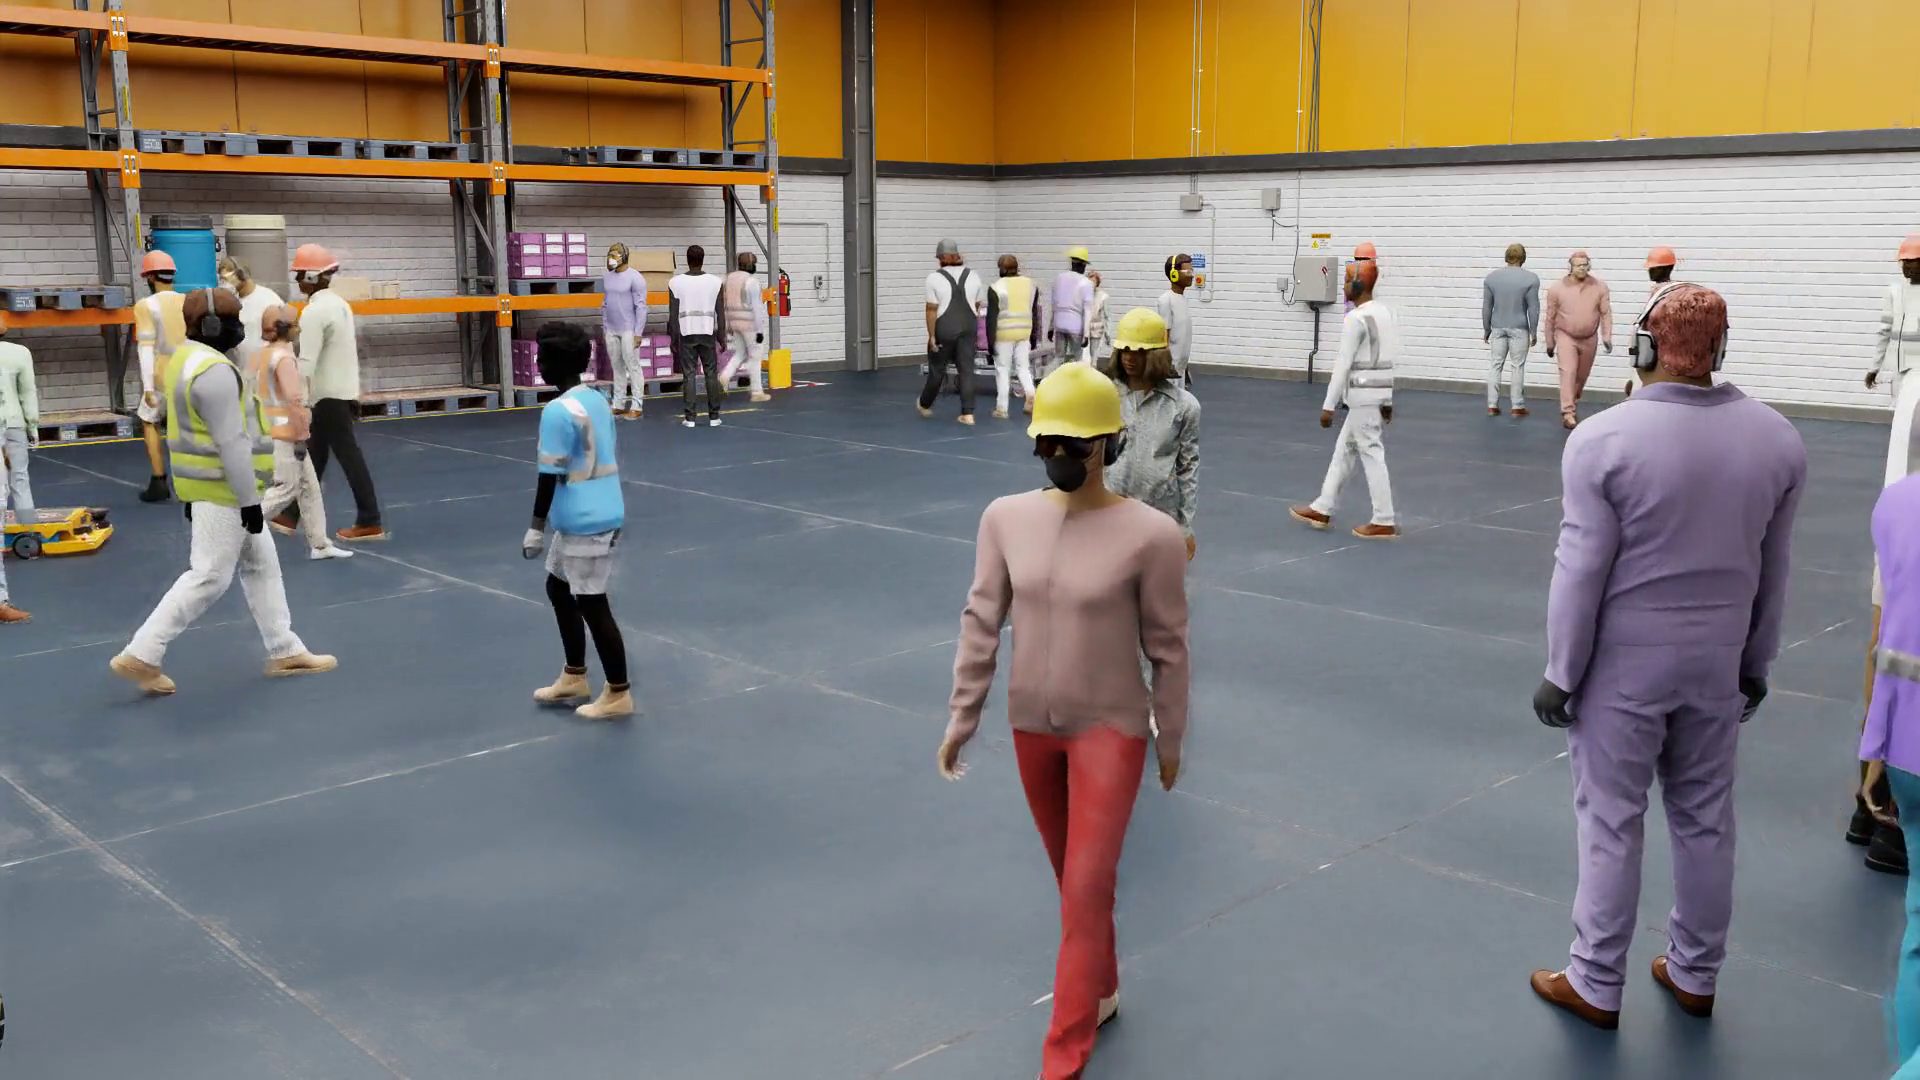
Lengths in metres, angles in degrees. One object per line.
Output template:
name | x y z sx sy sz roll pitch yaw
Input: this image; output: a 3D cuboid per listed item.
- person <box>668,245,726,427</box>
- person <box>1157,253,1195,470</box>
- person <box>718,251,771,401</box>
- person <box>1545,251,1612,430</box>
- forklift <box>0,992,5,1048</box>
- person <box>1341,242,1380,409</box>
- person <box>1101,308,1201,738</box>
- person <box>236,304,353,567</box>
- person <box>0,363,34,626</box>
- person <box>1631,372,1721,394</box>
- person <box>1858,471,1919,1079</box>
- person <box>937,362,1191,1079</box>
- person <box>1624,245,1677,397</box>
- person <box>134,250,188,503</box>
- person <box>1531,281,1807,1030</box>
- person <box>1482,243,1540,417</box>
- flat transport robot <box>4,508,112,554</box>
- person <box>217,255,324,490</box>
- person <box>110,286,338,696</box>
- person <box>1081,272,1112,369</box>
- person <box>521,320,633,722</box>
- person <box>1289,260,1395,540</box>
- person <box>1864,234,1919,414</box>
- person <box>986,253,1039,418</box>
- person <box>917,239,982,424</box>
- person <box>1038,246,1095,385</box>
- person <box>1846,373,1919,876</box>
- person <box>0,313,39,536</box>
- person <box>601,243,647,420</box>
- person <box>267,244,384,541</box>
person | -2.781 -2.157 17.641 0.594 1.917 0.373 -2 11 -13
person | 1.783 -1.403 13.653 0.328 1.876 0.514 5 11 24
person | -2.617 -2.576 20.169 0.641 1.829 0.630 10 14 42
person | 6.545 -2.136 17.689 0.634 1.867 0.968 1 10 3
forklift | -3.245 0.323 3.363 2.313 2.155 1.214 2 11 13
person | 4.647 -2.462 19.247 0.358 1.936 0.552 -2 11 -13
person | 0.709 -0.050 6.634 0.487 1.741 0.313 1 10 3
person | -4.168 -0.631 10.157 0.751 1.610 0.525 -6 12 -31
person | -5.202 -0.498 8.574 0.633 1.926 0.608 2 11 10
person | 3.866 -0.391 8.905 0.849 1.593 0.507 -5 12 -27
person | 2.074 0.496 3.426 0.526 1.831 0.564 -4 11 -21
person | 0.218 0.464 3.873 0.533 1.731 0.864 7 12 32
person | 6.373 -1.723 15.248 0.397 1.925 0.572 0 10 -2
person | -5.965 -1.215 12.530 0.642 1.901 0.563 7 13 35
person | 1.774 0.303 4.259 0.651 1.907 0.409 -2 11 -11
person | 6.151 -2.340 18.588 0.635 1.936 0.355 8 13 38
flat transport robot | -6.246 -0.040 10.592 1.431 0.197 0.652 -4 11 -19
person | -5.378 -1.229 12.740 0.614 1.867 0.998 5 12 26
person | -3.328 -0.218 7.379 0.908 1.812 0.629 -6 12 -29
person | 1.663 -2.621 21.123 0.521 1.571 0.919 0 10 1
person | -1.645 -0.066 6.903 0.613 1.674 0.541 0 10 2
person | 2.572 -0.938 11.168 0.896 1.848 0.611 7 12 33
person | 7.384 -1.352 12.965 0.619 2.020 0.609 -3 11 -14
person | 0.605 -2.227 18.272 0.657 1.828 0.631 -5 11 -25
person | -0.118 -2.303 18.102 0.693 2.000 1.060 -4 11 -21
person | 1.240 -2.474 19.446 0.648 1.888 0.713 7 13 35
person | 3.115 0.102 5.269 0.376 1.935 0.550 3 11 18
person | -5.973 -0.653 10.284 0.522 1.638 0.382 -10 14 -44
person | -3.707 -2.287 18.296 0.628 1.940 0.373 7 13 35
person | -4.293 -0.951 10.954 0.962 1.951 0.647 -1 10 -3
